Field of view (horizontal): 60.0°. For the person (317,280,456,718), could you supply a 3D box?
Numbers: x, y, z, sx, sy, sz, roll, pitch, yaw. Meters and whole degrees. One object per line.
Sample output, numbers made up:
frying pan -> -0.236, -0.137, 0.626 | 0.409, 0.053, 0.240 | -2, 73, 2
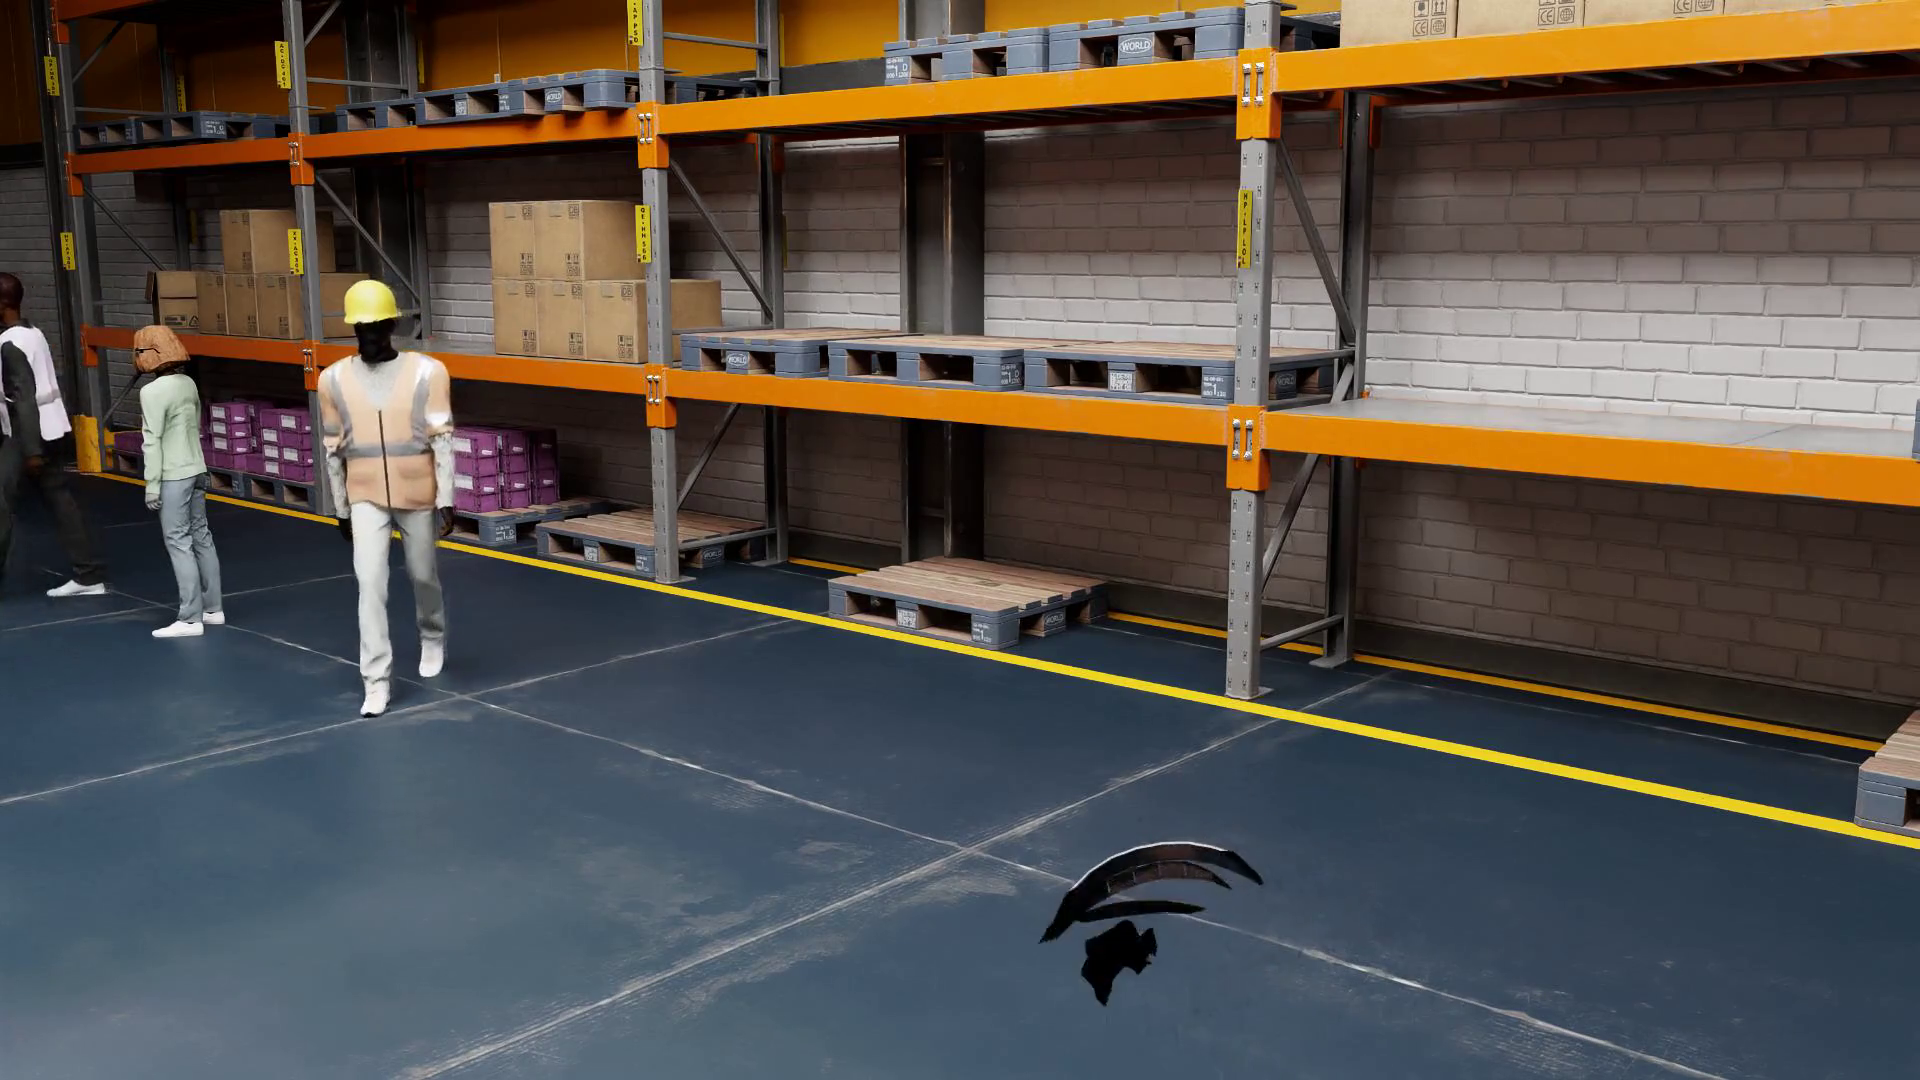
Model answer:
person -> -2.566, -0.229, 7.517 | 0.585, 1.891, 0.955 | -2, 10, -11

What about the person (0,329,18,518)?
person -> -7.294, -1.044, 12.337 | 0.619, 1.829, 0.404 | -6, 12, -32

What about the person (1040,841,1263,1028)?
person -> 0.108, 0.972, 1.034 | 0.531, 1.767, 0.330 | 1, 10, 8

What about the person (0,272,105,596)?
person -> -5.428, -0.567, 9.473 | 0.931, 1.882, 0.608 | -3, 10, -16

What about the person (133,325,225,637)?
person -> -4.121, -0.308, 8.729 | 0.288, 1.626, 0.497 | 0, 10, 0
